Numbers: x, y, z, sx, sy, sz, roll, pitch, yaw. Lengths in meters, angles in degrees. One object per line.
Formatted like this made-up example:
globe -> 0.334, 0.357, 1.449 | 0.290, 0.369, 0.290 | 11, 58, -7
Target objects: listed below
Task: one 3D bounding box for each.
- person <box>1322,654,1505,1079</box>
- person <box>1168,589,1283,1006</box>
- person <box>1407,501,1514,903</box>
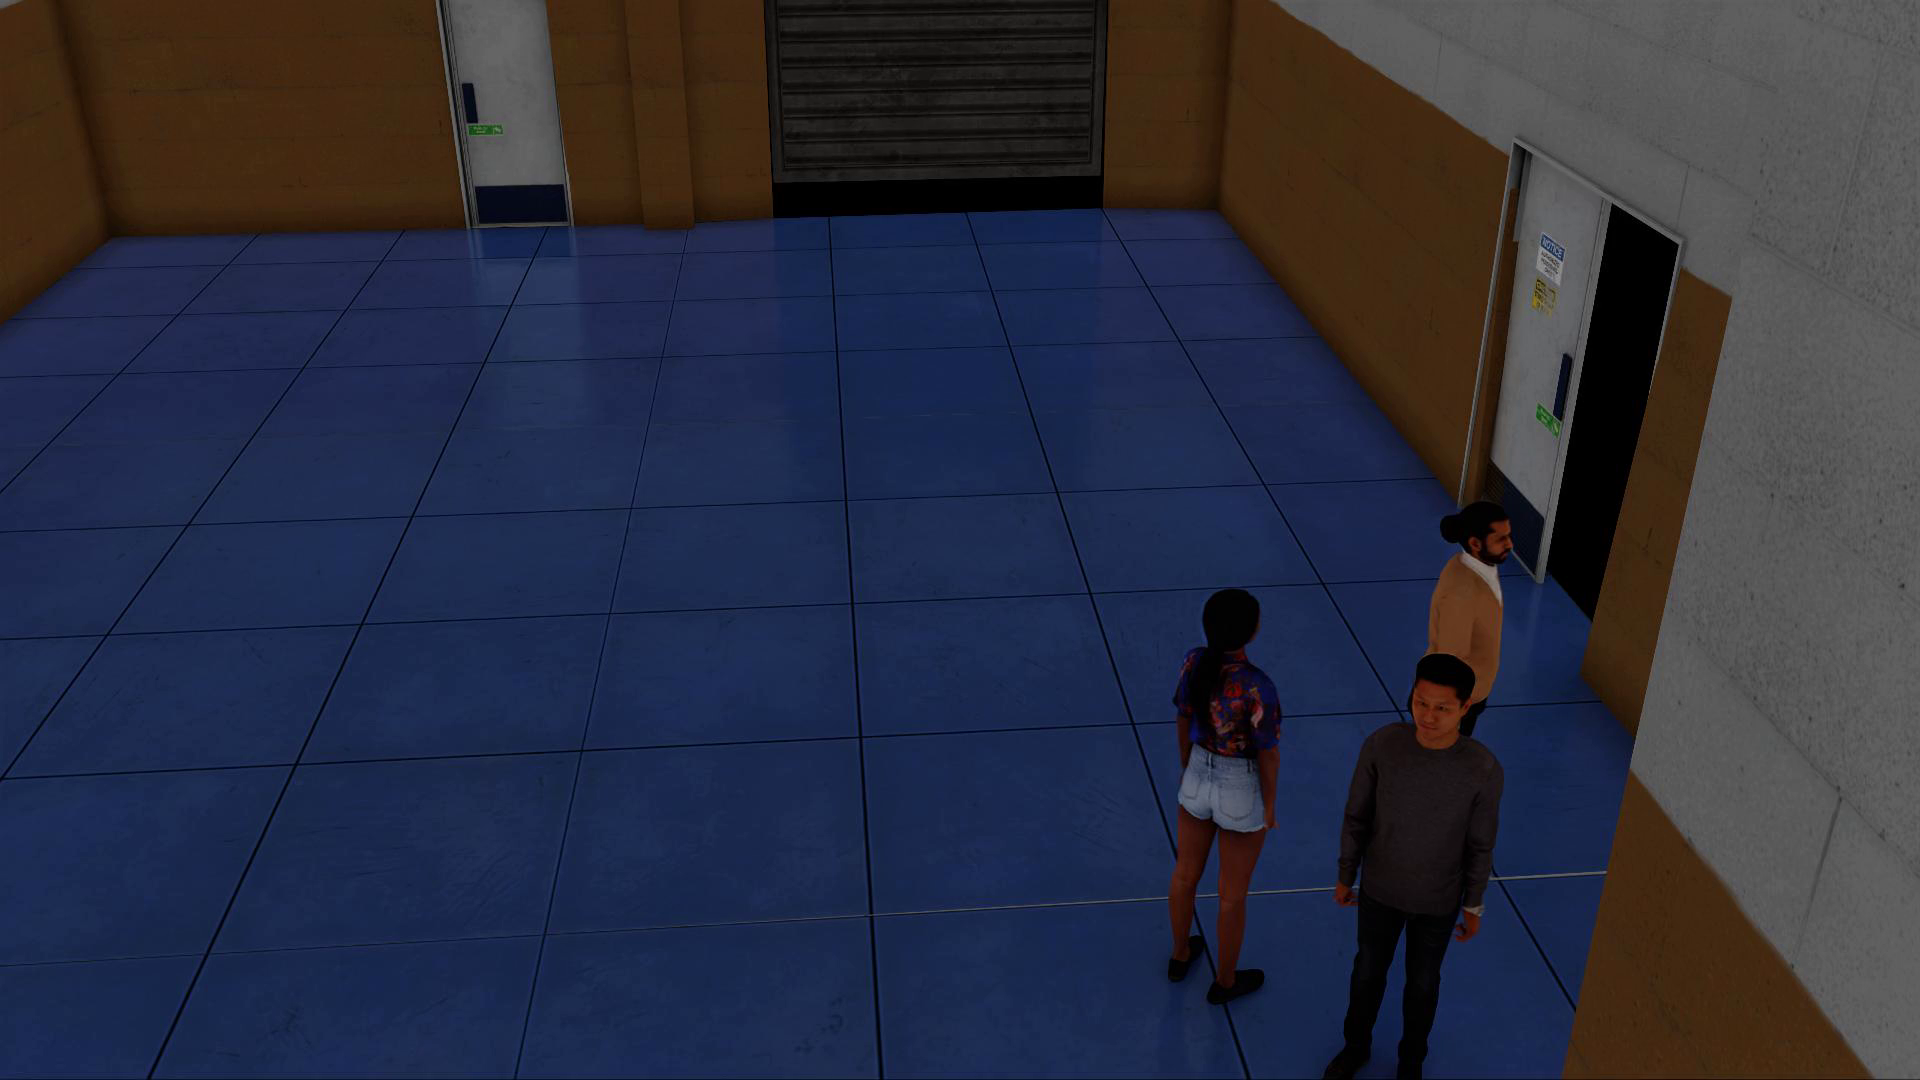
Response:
person -> 1.545, 1.170, 5.662 | 0.649, 1.768, 0.781 | -9, 28, -17
person -> 0.965, 0.941, 6.141 | 0.666, 1.743, 0.716 | 23, 35, 37
person -> 1.986, 0.637, 6.724 | 0.744, 1.751, 0.748 | 11, 29, 21
